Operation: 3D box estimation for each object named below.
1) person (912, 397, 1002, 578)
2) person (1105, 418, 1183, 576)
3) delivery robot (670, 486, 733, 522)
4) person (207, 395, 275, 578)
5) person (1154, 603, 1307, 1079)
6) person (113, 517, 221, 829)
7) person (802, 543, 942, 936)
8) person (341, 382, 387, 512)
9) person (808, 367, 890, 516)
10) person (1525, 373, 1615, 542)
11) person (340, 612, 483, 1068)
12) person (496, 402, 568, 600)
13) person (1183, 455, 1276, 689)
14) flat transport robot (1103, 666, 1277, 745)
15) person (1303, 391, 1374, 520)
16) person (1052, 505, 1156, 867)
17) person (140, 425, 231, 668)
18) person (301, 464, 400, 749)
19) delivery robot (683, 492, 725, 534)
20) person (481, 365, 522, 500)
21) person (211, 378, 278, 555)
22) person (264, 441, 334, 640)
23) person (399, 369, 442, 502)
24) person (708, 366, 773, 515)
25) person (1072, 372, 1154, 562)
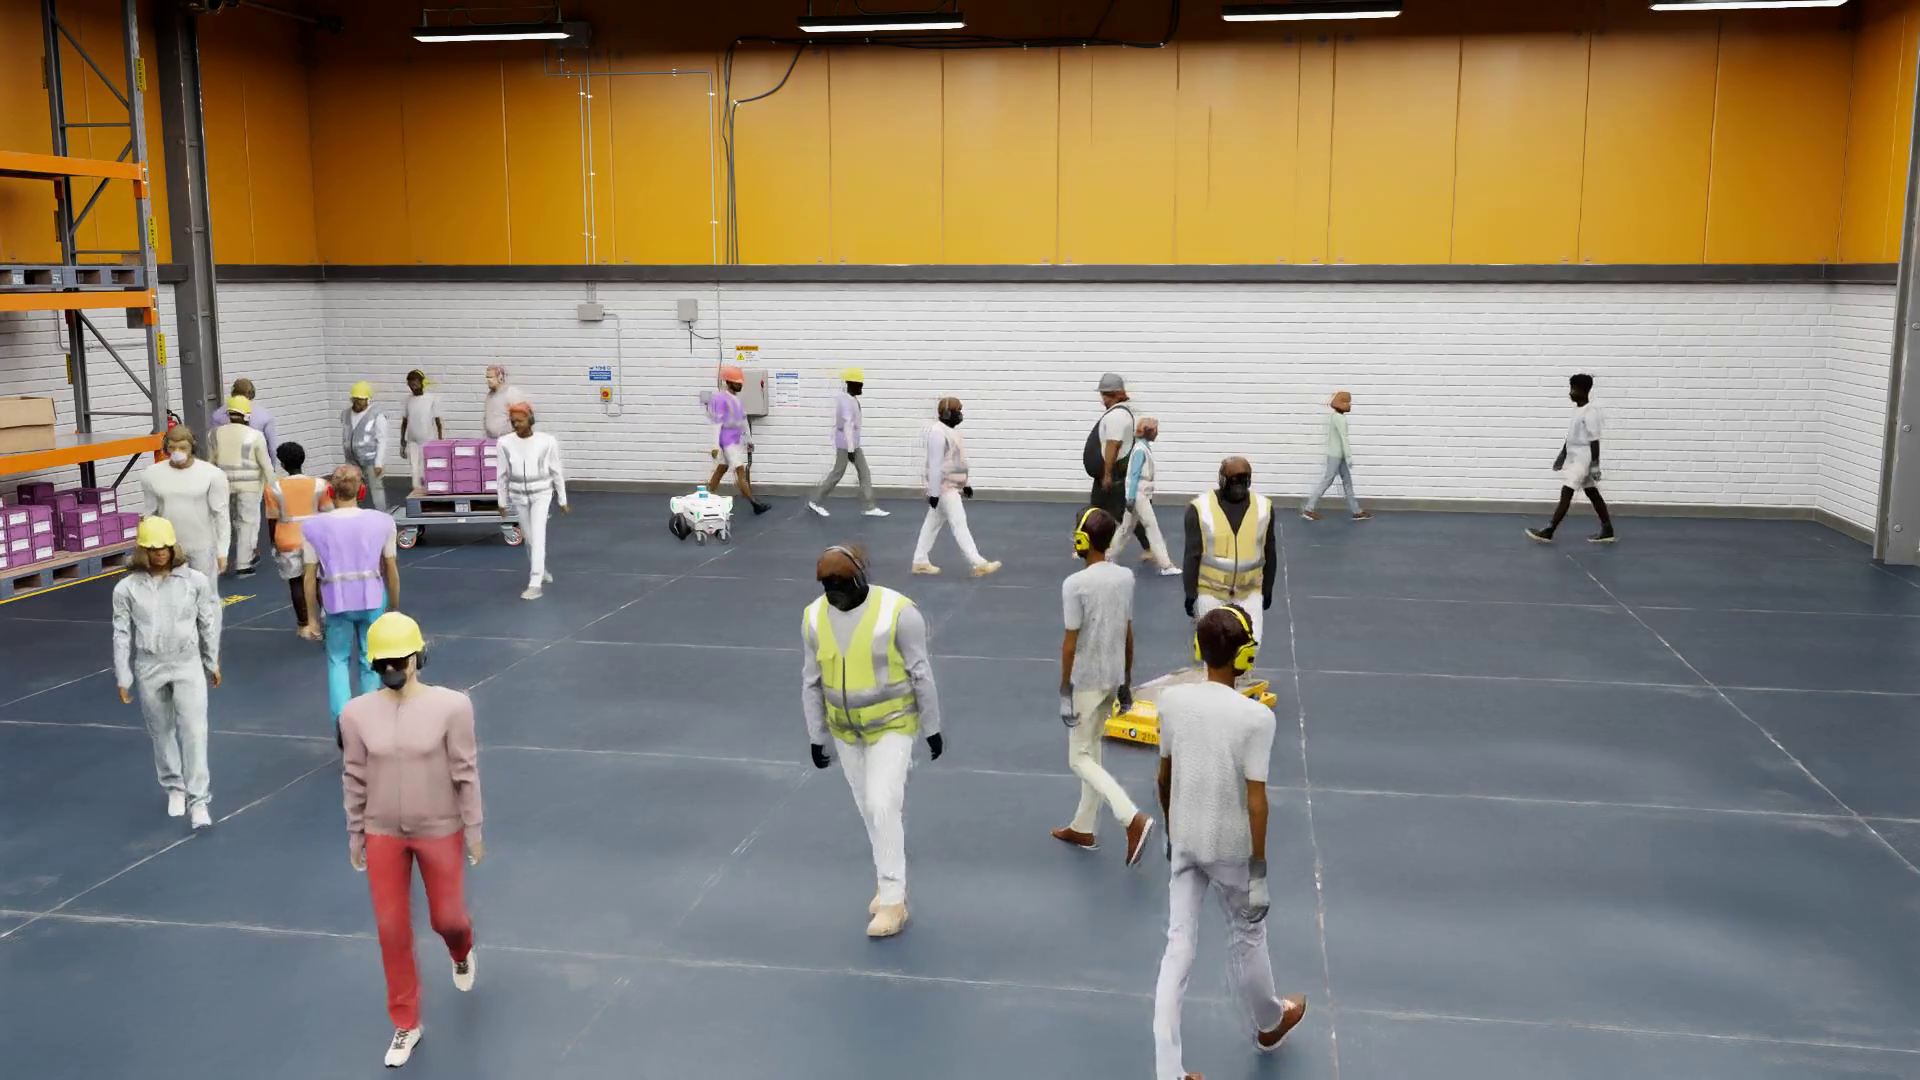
[{"bbox_3d":[-0.059,-0.520,16.547,0.957,1.791,0.641,2,9,10],"label":"person"},{"bbox_3d":[1.817,-0.433,16.669,0.871,1.584,0.535,2,9,10],"label":"person"},{"bbox_3d":[-2.988,-0.386,19.272,0.707,0.478,0.477,-1,9,-6],"label":"delivery robot"},{"bbox_3d":[-7.152,-0.550,16.714,0.631,1.796,0.818,1,9,6],"label":"person"},{"bbox_3d":[0.990,1.132,6.204,0.556,1.822,0.945,7,12,38],"label":"person"},{"bbox_3d":[-4.297,0.732,9.022,0.511,1.704,0.857,-4,10,-24],"label":"person"},{"bbox_3d":[-0.457,0.906,7.725,0.679,1.796,0.701,5,11,29],"label":"person"},{"bbox_3d":[-6.880,-0.906,19.001,0.600,1.775,0.926,3,10,16],"label":"person"},{"bbox_3d":[-1.425,-1.213,20.614,0.997,1.880,0.592,2,9,10],"label":"person"},{"bbox_3d":[6.916,-0.907,18.619,1.018,1.913,0.610,2,9,10],"label":"person"},{"bbox_3d":[-2.134,1.117,6.537,0.532,1.744,0.620,-1,9,-4],"label":"person"},{"bbox_3d":[-4.039,-0.408,15.741,0.628,1.846,0.915,0,9,2],"label":"person"},{"bbox_3d":[1.804,0.336,11.151,0.650,1.825,0.443,0,9,-1],"label":"person"},{"bbox_3d":[1.527,1.103,11.199,0.652,0.197,1.431,7,11,36],"label":"flat transport robot"},{"bbox_3d":[4.607,-1.019,20.290,0.865,1.590,0.522,1,9,4],"label":"person"},{"bbox_3d":[0.746,0.749,8.542,0.523,1.848,0.740,-8,12,-40],"label":"person"},{"bbox_3d":[-5.802,0.098,12.436,0.650,1.886,0.985,-1,9,-8],"label":"person"},{"bbox_3d":[-3.817,0.441,10.489,0.570,1.830,0.548,-3,10,-20],"label":"person"},{"bbox_3d":[-2.879,-0.294,18.702,0.477,0.478,0.707,-4,10,-22],"label":"delivery robot"},{"bbox_3d":[-5.753,-1.205,20.534,0.686,1.878,0.773,9,13,43],"label":"person"},{"bbox_3d":[-7.689,-0.791,17.930,0.639,1.892,0.937,-2,9,-12],"label":"person"},{"bbox_3d":[-5.347,0.034,13.529,0.540,1.666,0.655,-5,10,-27],"label":"person"},{"bbox_3d":[-6.680,-1.211,20.698,0.534,1.844,0.560,1,9,7],"label":"person"},{"bbox_3d":[-2.821,-1.237,20.778,1.010,1.870,0.672,3,10,16],"label":"person"},{"bbox_3d":[1.663,-0.769,17.338,0.910,2.000,0.686,1,9,8],"label":"person"}]
